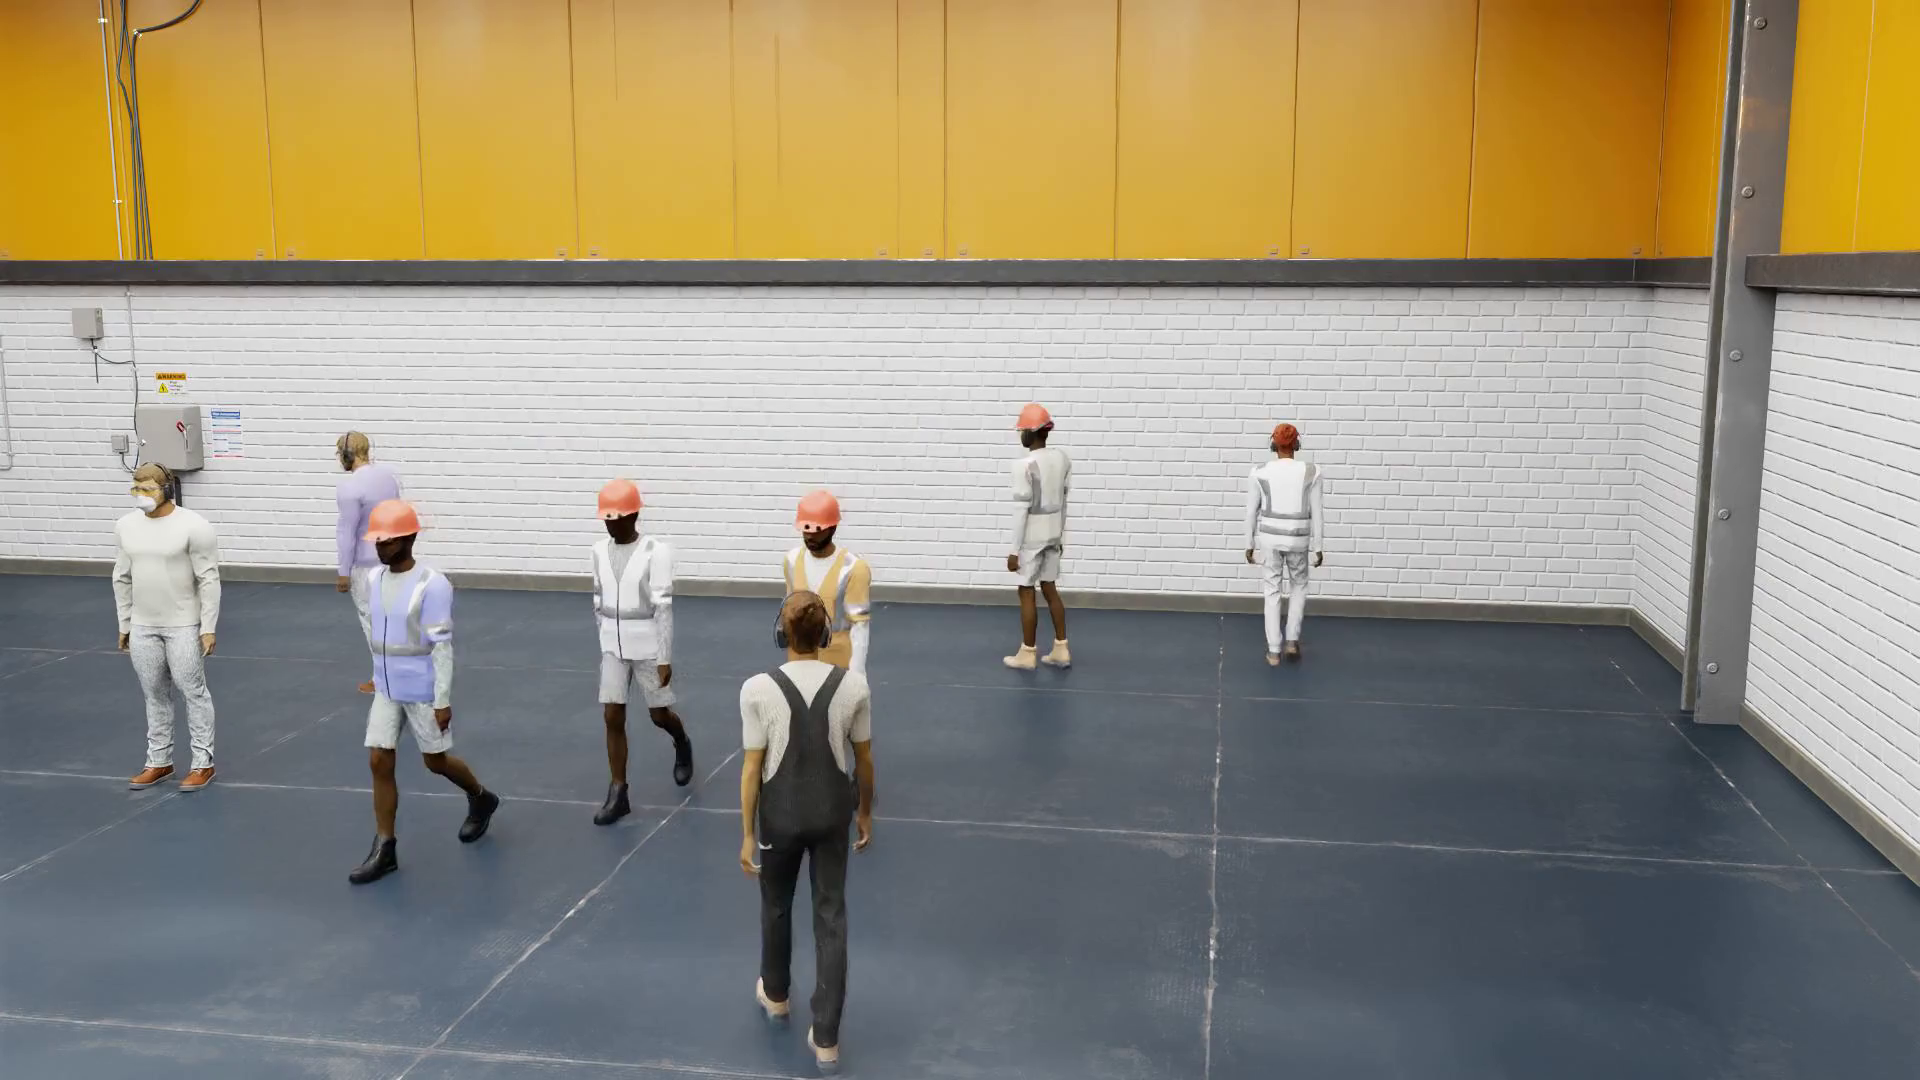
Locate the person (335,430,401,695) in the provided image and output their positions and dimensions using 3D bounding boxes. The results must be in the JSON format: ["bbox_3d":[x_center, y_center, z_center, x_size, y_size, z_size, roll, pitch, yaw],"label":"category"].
[{"bbox_3d":[-4.187,0.171,11.862,0.459,1.911,0.634,1,9,9],"label":"person"}]

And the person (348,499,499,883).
[{"bbox_3d":[-2.755,0.722,8.476,0.556,1.909,0.894,5,10,26],"label":"person"}]

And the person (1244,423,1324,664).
[{"bbox_3d":[2.512,0.018,12.922,0.601,1.861,0.581,2,9,11],"label":"person"}]

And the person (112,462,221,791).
[{"bbox_3d":[-4.627,0.504,9.704,0.636,1.937,0.358,1,9,9],"label":"person"}]

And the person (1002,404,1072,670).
[{"bbox_3d":[0.580,-0.010,12.635,0.543,2.037,0.633,9,13,42],"label":"person"}]

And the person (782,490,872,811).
[{"bbox_3d":[-0.734,0.647,9.009,0.552,1.873,1.037,4,10,24],"label":"person"}]

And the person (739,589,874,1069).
[{"bbox_3d":[-0.615,1.079,6.541,0.540,1.812,0.836,-2,9,-13],"label":"person"}]

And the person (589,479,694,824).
[{"bbox_3d":[-1.787,0.581,9.344,0.558,1.914,0.825,3,10,20],"label":"person"}]
